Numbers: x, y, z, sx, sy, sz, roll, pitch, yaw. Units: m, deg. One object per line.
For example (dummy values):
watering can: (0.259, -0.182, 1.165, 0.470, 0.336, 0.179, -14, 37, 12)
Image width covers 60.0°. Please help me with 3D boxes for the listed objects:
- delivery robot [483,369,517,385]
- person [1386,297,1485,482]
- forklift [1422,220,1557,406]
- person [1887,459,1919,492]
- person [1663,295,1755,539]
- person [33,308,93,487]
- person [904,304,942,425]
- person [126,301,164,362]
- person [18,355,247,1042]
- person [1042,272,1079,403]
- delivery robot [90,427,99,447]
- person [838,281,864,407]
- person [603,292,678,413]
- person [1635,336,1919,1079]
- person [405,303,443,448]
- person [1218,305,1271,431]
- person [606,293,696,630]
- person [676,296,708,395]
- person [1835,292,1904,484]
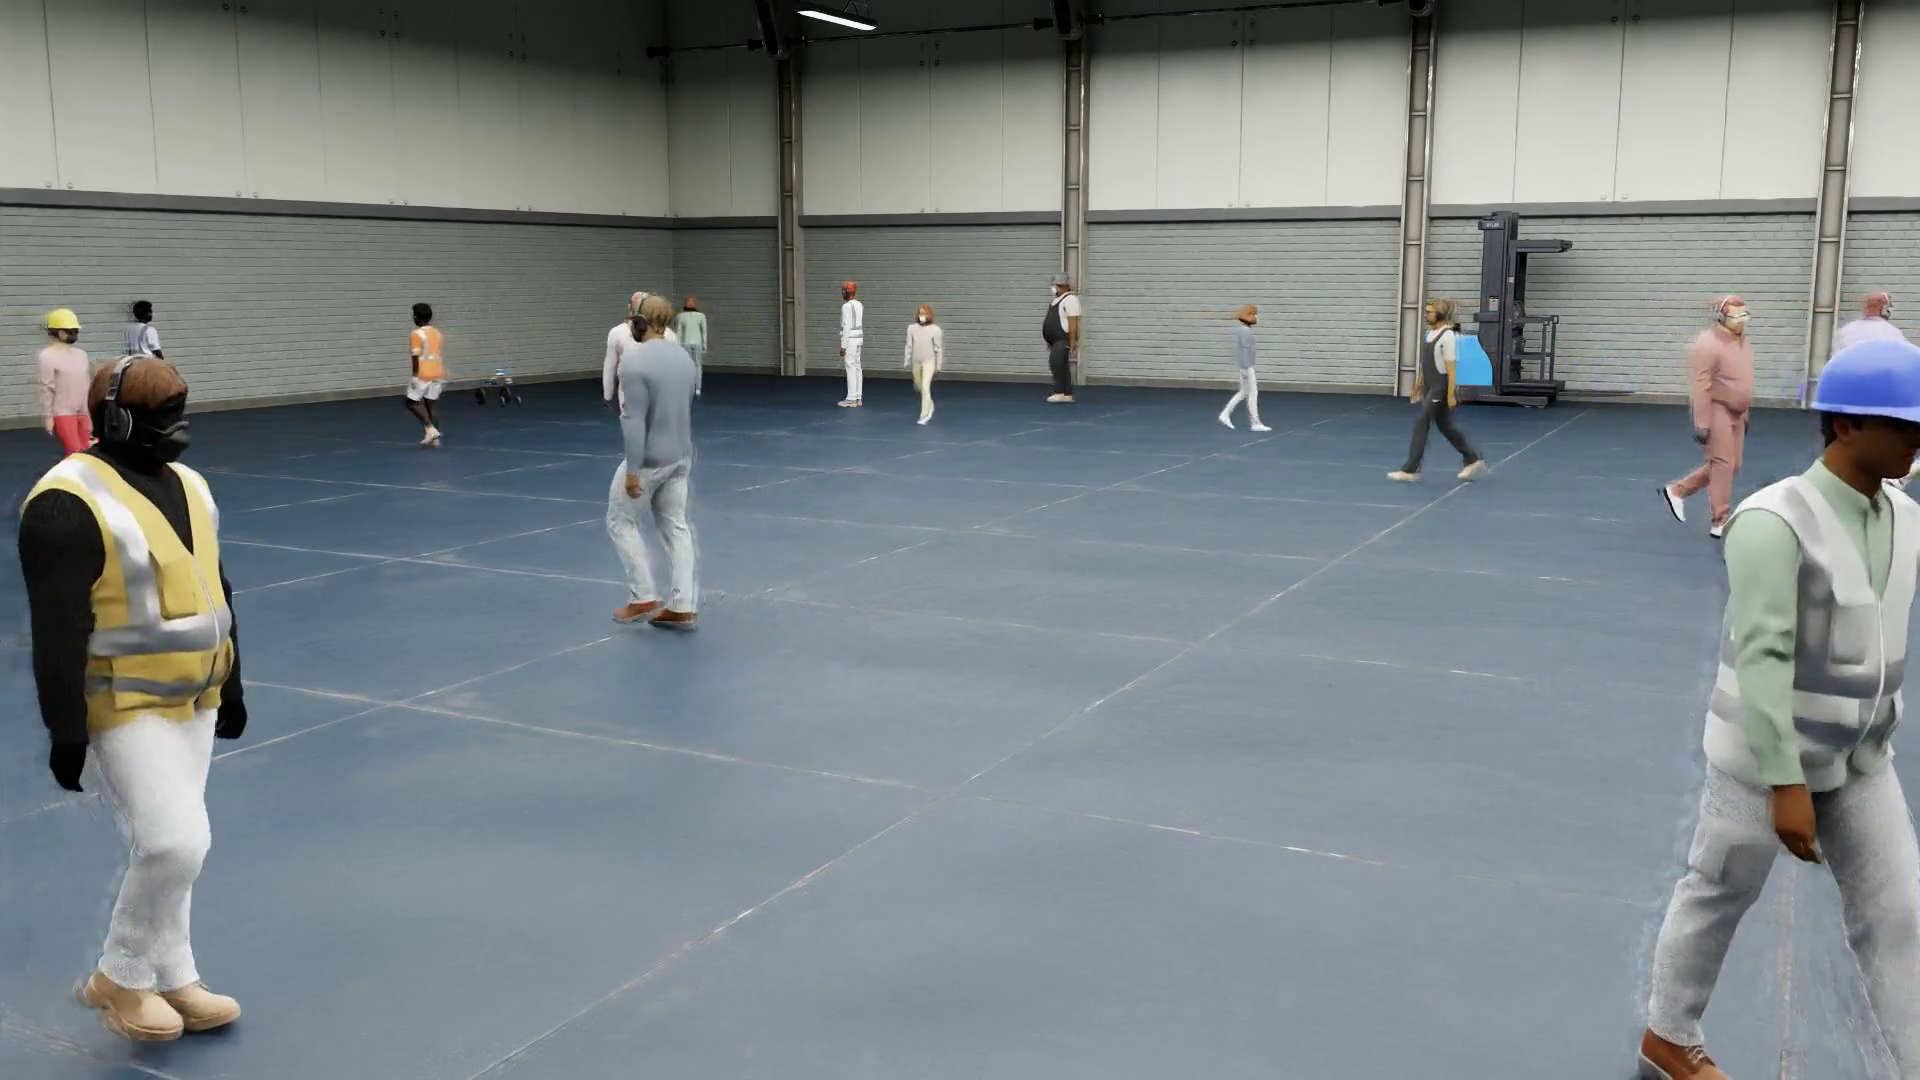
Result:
delivery robot: (-7.051, -2.502, 25.460, 0.335, 0.223, 0.698, -9, 13, -43)
person: (4.704, -1.467, 16.218, 0.953, 1.812, 0.510, 0, 9, 1)
forklift: (8.245, -3.527, 25.720, 1.873, 2.768, 1.129, 5, 10, 27)
person: (8.160, -1.007, 13.924, 0.483, 1.625, 0.520, 2, 9, 12)
person: (5.802, -0.954, 12.844, 0.654, 1.876, 0.664, -8, 12, -41)
person: (-7.419, -1.039, 13.746, 0.713, 1.746, 0.528, 2, 9, 11)
person: (-0.463, -2.387, 22.466, 0.505, 1.606, 0.726, 4, 10, 24)
person: (-9.975, -2.110, 20.559, 0.541, 1.676, 0.647, 8, 12, 40)
person: (-2.127, 0.433, 4.391, 0.449, 1.829, 0.656, 1, 9, 7)
person: (1.494, -3.128, 25.840, 0.667, 2.000, 0.710, -3, 10, -18)
delivery robot: (-8.908, -1.061, 17.372, 0.477, 0.478, 0.707, 1, 9, 4)
person: (-1.657, -2.968, 25.206, 0.355, 1.884, 0.576, 3, 10, 18)
person: (-2.906, -1.321, 15.148, 0.644, 1.856, 0.984, -5, 11, -30)
person: (1.990, 0.497, 3.782, 0.621, 1.892, 0.981, -4, 10, -23)
person: (-6.183, -1.893, 19.191, 0.373, 1.681, 0.545, 2, 10, 15)
person: (3.669, -2.213, 21.384, 0.662, 1.617, 0.511, 1, 9, 7)
person: (-1.792, -0.444, 9.533, 0.620, 1.915, 0.653, 5, 10, 27)
person: (-4.446, -3.205, 27.526, 0.548, 1.629, 0.385, -2, 9, -11)
person: (8.428, -1.360, 15.401, 1.011, 1.849, 0.665, -3, 10, -20)
